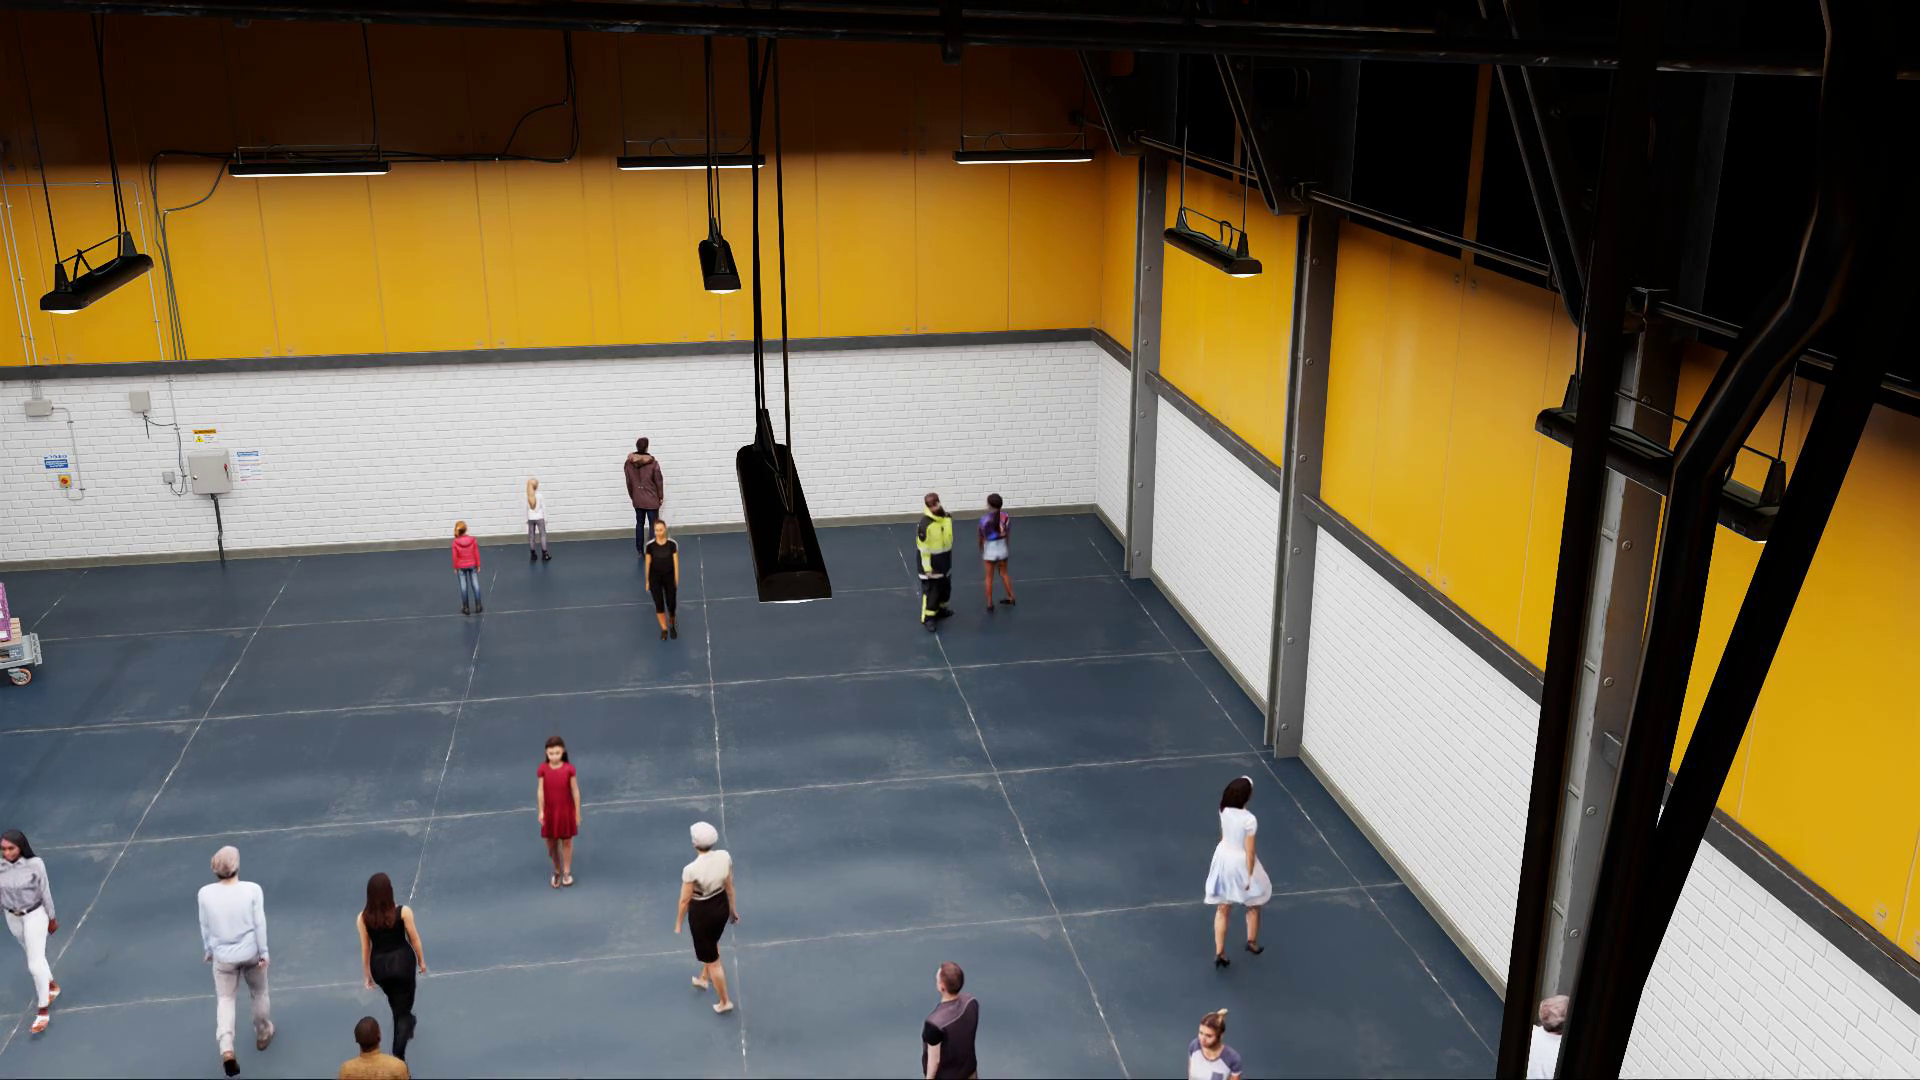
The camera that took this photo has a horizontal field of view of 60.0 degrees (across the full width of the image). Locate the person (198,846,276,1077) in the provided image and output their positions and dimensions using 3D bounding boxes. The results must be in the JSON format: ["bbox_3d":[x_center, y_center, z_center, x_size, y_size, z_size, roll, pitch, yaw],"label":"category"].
[{"bbox_3d":[-5.708,3.327,13.105,0.682,1.874,1.093,-4,19,-12],"label":"person"}]

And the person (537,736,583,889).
[{"bbox_3d":[-3.832,2.550,15.929,0.545,1.544,0.615,-3,19,-9],"label":"person"}]

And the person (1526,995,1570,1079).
[{"bbox_3d":[3.989,3.926,11.393,0.793,1.831,0.671,-16,24,-39],"label":"person"}]

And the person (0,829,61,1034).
[{"bbox_3d":[-7.749,3.150,13.903,0.742,1.699,0.964,1,19,4],"label":"person"}]

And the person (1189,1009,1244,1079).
[{"bbox_3d":[1.792,3.976,11.611,0.898,1.597,0.971,11,22,31],"label":"person"}]

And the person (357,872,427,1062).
[{"bbox_3d":[-4.466,3.450,13.094,0.631,1.647,1.158,-2,19,-7],"label":"person"}]

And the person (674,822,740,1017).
[{"bbox_3d":[-2.013,3.180,13.761,1.020,1.733,0.932,17,25,40],"label":"person"}]

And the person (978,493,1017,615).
[{"bbox_3d":[0.446,0.205,22.614,0.828,1.722,0.817,-4,19,-13],"label":"person"}]

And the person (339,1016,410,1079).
[{"bbox_3d":[-3.874,4.044,11.103,0.722,1.793,0.973,-1,19,-3],"label":"person"}]

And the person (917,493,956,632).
[{"bbox_3d":[-0.333,0.253,22.128,1.070,1.941,1.028,9,20,24],"label":"person"}]

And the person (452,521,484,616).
[{"bbox_3d":[-6.745,0.370,22.762,0.548,1.315,0.535,-8,20,-21],"label":"person"}]

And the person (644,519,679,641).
[{"bbox_3d":[-3.913,0.497,21.852,0.594,1.655,0.588,-2,19,-6],"label":"person"}]

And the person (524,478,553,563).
[{"bbox_3d":[-6.335,-0.309,24.834,0.538,1.278,0.548,1,19,4],"label":"person"}]

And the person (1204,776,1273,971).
[{"bbox_3d":[2.330,2.923,14.425,0.952,1.796,0.980,17,25,41],"label":"person"}]

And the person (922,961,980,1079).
[{"bbox_3d":[-0.051,3.793,11.773,0.813,1.841,0.773,15,24,37],"label":"person"}]

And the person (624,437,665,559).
[{"bbox_3d":[-4.709,-0.635,24.914,0.863,1.845,0.851,5,19,15],"label":"person"}]
